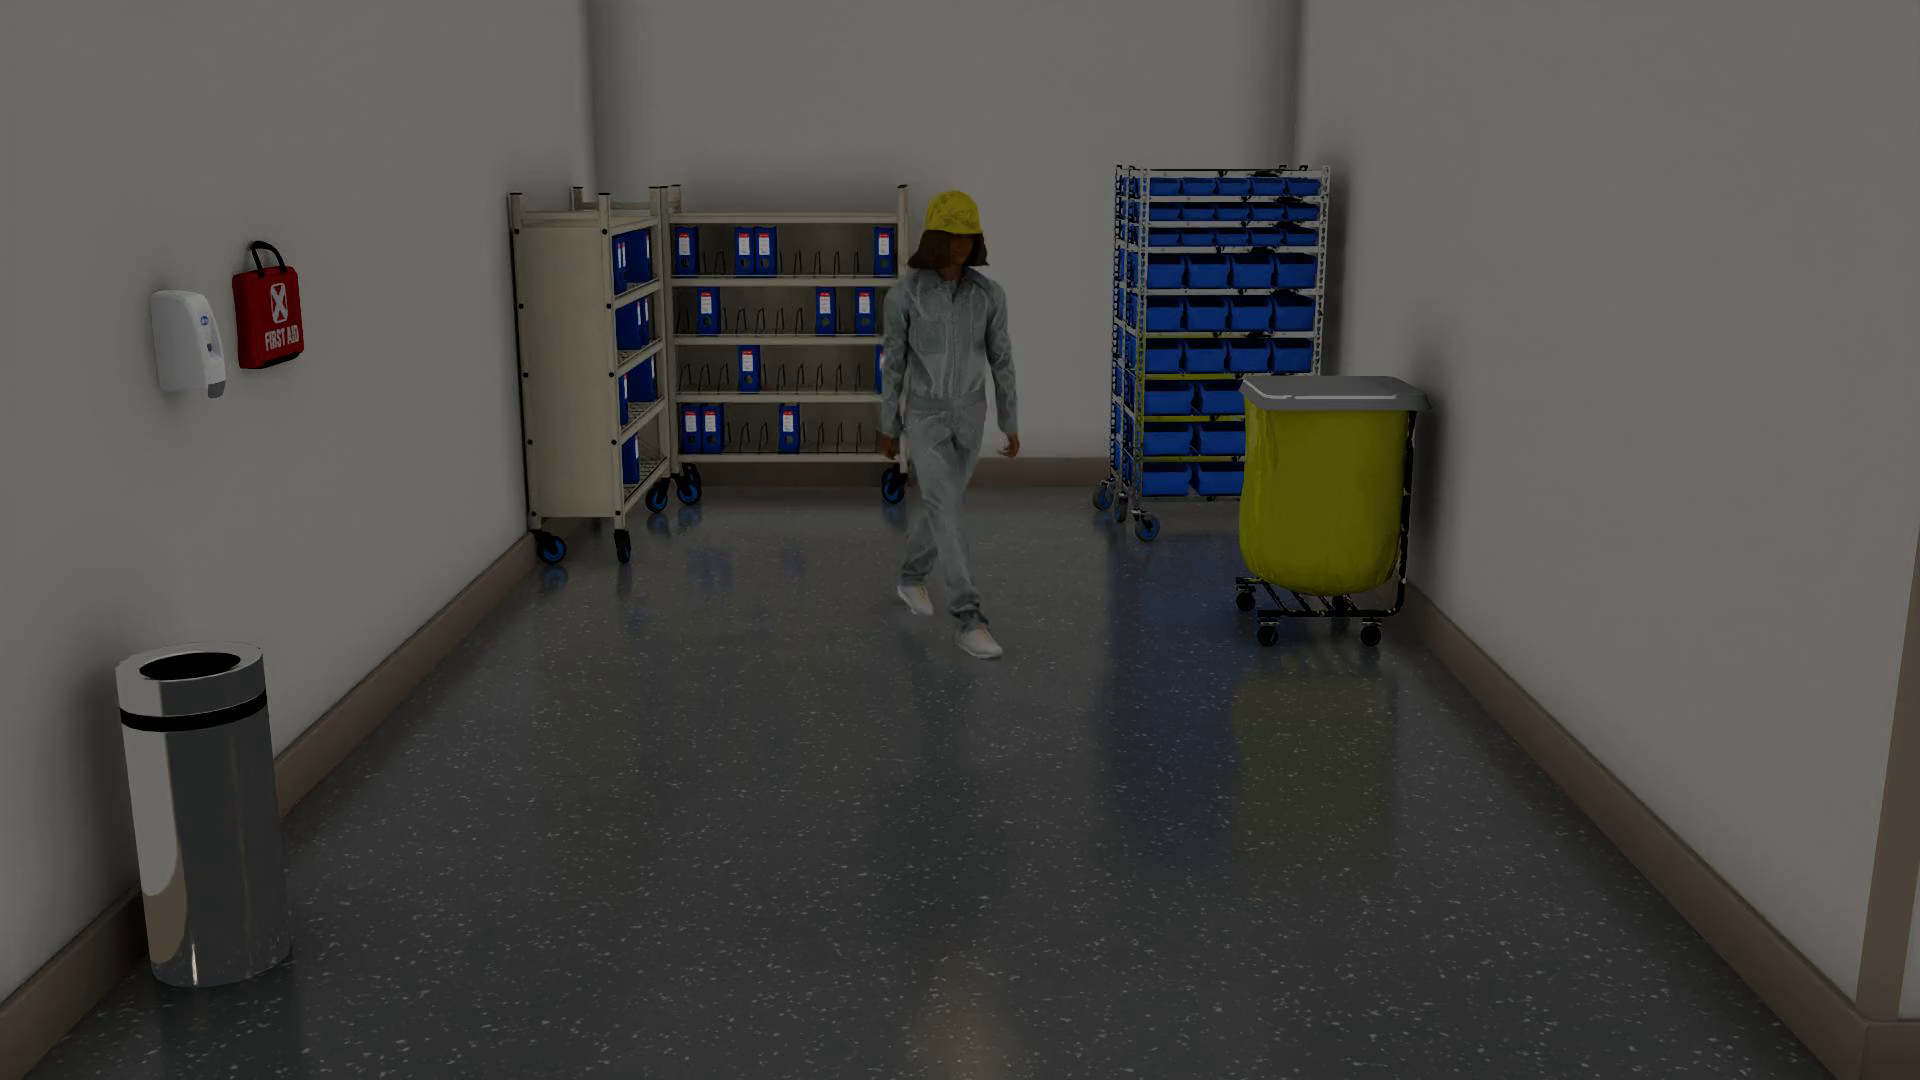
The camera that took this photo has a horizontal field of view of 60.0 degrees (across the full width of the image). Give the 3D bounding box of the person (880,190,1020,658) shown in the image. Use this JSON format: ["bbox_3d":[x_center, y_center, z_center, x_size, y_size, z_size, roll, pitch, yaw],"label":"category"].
[{"bbox_3d":[-0.051,-0.466,6.310,0.497,1.692,0.916,-7,15,-27],"label":"person"}]
